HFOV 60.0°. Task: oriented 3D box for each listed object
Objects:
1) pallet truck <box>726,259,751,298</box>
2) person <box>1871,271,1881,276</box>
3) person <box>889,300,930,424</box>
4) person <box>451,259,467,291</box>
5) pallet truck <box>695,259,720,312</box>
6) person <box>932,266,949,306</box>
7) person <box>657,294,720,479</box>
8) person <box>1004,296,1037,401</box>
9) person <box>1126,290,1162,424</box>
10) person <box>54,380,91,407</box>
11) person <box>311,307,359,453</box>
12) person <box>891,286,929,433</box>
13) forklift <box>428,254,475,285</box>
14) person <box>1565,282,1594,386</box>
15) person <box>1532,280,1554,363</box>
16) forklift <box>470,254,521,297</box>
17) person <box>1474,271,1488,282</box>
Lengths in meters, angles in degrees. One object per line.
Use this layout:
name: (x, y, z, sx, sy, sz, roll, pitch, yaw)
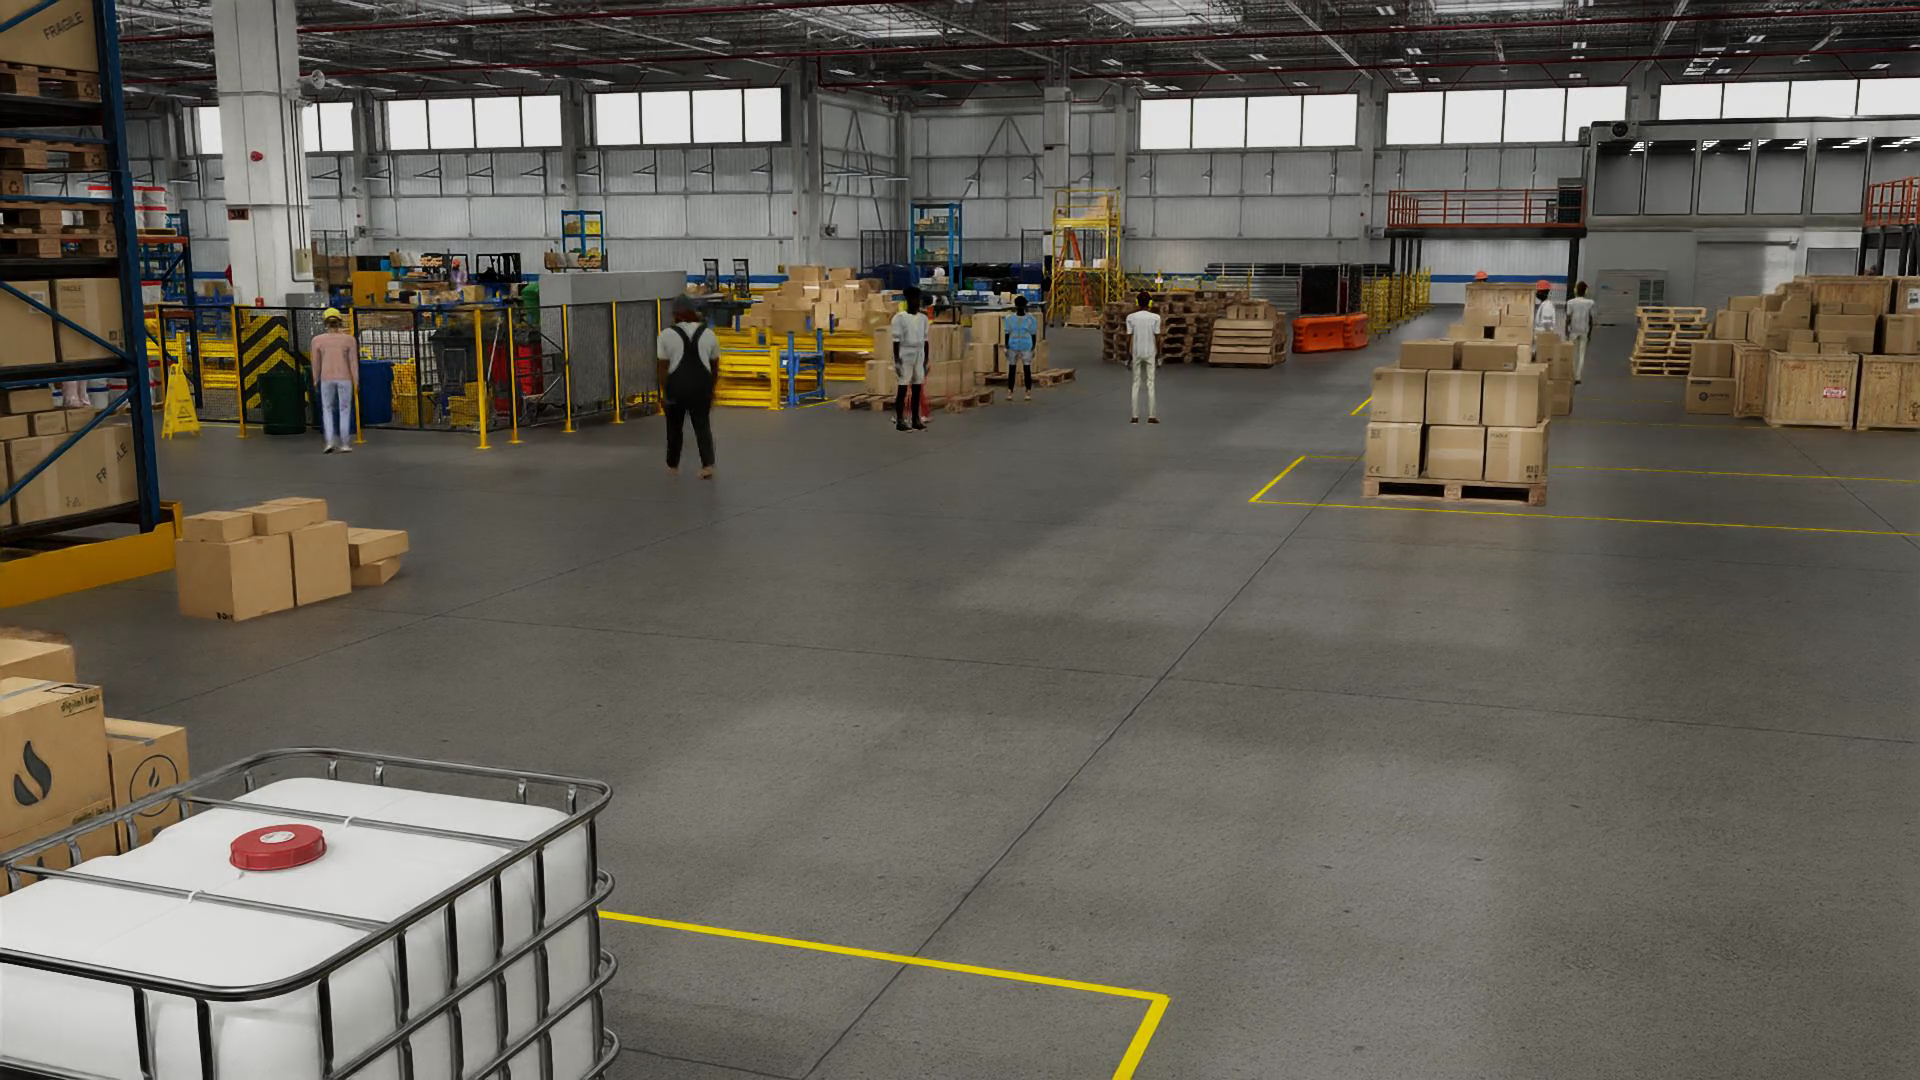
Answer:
pallet truck: (-7.986, -9.493, 62.019, 0.823, 1.965, 1.885, 3, 11, 17)
person: (22.755, -5.810, 41.730, 0.632, 1.850, 0.549, -1, 10, -3)
person: (-0.745, -2.461, 23.176, 0.866, 1.726, 0.523, -7, 12, -34)
person: (-16.565, -8.230, 54.848, 0.637, 2.037, 0.400, 1, 10, 8)
pallet truck: (-9.165, -9.627, 62.776, 0.823, 1.965, 1.885, 4, 11, 23)
person: (-0.697, -9.785, 64.057, 0.984, 1.857, 0.656, -8, 13, -39)
person: (-2.908, -1.672, 17.852, 0.692, 2.000, 1.001, -5, 11, -25)
person: (0.970, -3.082, 26.789, 0.536, 1.690, 0.321, 2, 10, 9)
person: (2.572, -2.547, 23.265, 0.509, 1.872, 0.329, 3, 10, 14)
person: (-10.699, -2.021, 19.974, 0.393, 1.985, 0.611, 0, 10, -2)
person: (-7.509, -1.917, 20.025, 0.532, 1.765, 0.338, -2, 10, -13)
person: (-0.647, -2.409, 22.257, 0.599, 1.958, 0.388, -8, 13, -38)
forklift: (-20.133, -10.254, 65.465, 1.157, 1.987, 2.680, 3, 11, 19)
person: (11.098, -3.708, 29.877, 0.504, 1.840, 0.796, 2, 10, 10)
person: (9.679, -3.387, 27.853, 0.575, 1.916, 0.571, 2, 10, 10)
forklift: (-17.990, -10.121, 64.684, 1.157, 1.987, 2.680, 3, 11, 17)
person: (11.626, -5.036, 37.136, 0.391, 1.929, 0.539, 3, 11, 18)
